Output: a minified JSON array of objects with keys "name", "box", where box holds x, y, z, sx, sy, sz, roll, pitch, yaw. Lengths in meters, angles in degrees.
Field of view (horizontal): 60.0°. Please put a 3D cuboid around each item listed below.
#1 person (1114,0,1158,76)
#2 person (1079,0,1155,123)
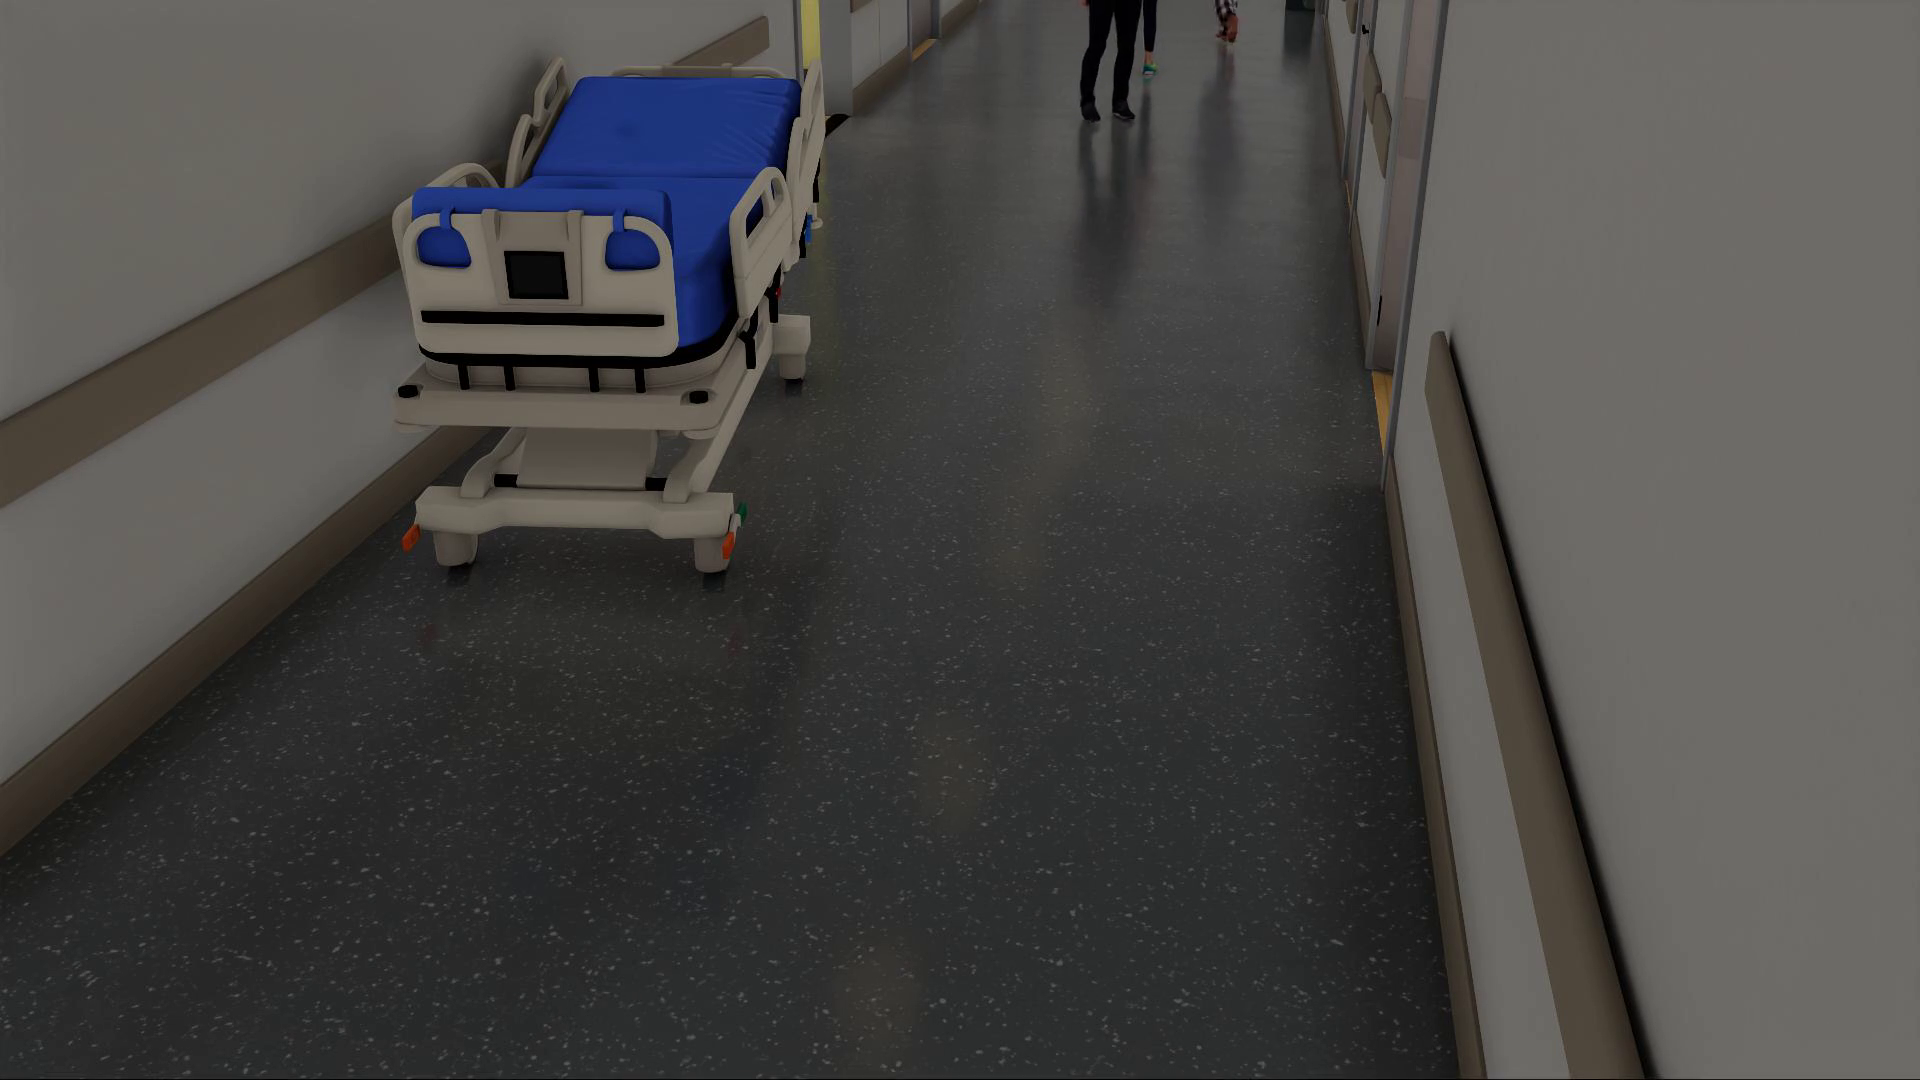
[{"name":"person","box":[1.441,-4.616,13.315,0.466,1.702,0.649,4,26,7]},{"name":"person","box":[1.087,-3.921,11.716,0.738,1.838,0.849,-8,27,-16]}]
